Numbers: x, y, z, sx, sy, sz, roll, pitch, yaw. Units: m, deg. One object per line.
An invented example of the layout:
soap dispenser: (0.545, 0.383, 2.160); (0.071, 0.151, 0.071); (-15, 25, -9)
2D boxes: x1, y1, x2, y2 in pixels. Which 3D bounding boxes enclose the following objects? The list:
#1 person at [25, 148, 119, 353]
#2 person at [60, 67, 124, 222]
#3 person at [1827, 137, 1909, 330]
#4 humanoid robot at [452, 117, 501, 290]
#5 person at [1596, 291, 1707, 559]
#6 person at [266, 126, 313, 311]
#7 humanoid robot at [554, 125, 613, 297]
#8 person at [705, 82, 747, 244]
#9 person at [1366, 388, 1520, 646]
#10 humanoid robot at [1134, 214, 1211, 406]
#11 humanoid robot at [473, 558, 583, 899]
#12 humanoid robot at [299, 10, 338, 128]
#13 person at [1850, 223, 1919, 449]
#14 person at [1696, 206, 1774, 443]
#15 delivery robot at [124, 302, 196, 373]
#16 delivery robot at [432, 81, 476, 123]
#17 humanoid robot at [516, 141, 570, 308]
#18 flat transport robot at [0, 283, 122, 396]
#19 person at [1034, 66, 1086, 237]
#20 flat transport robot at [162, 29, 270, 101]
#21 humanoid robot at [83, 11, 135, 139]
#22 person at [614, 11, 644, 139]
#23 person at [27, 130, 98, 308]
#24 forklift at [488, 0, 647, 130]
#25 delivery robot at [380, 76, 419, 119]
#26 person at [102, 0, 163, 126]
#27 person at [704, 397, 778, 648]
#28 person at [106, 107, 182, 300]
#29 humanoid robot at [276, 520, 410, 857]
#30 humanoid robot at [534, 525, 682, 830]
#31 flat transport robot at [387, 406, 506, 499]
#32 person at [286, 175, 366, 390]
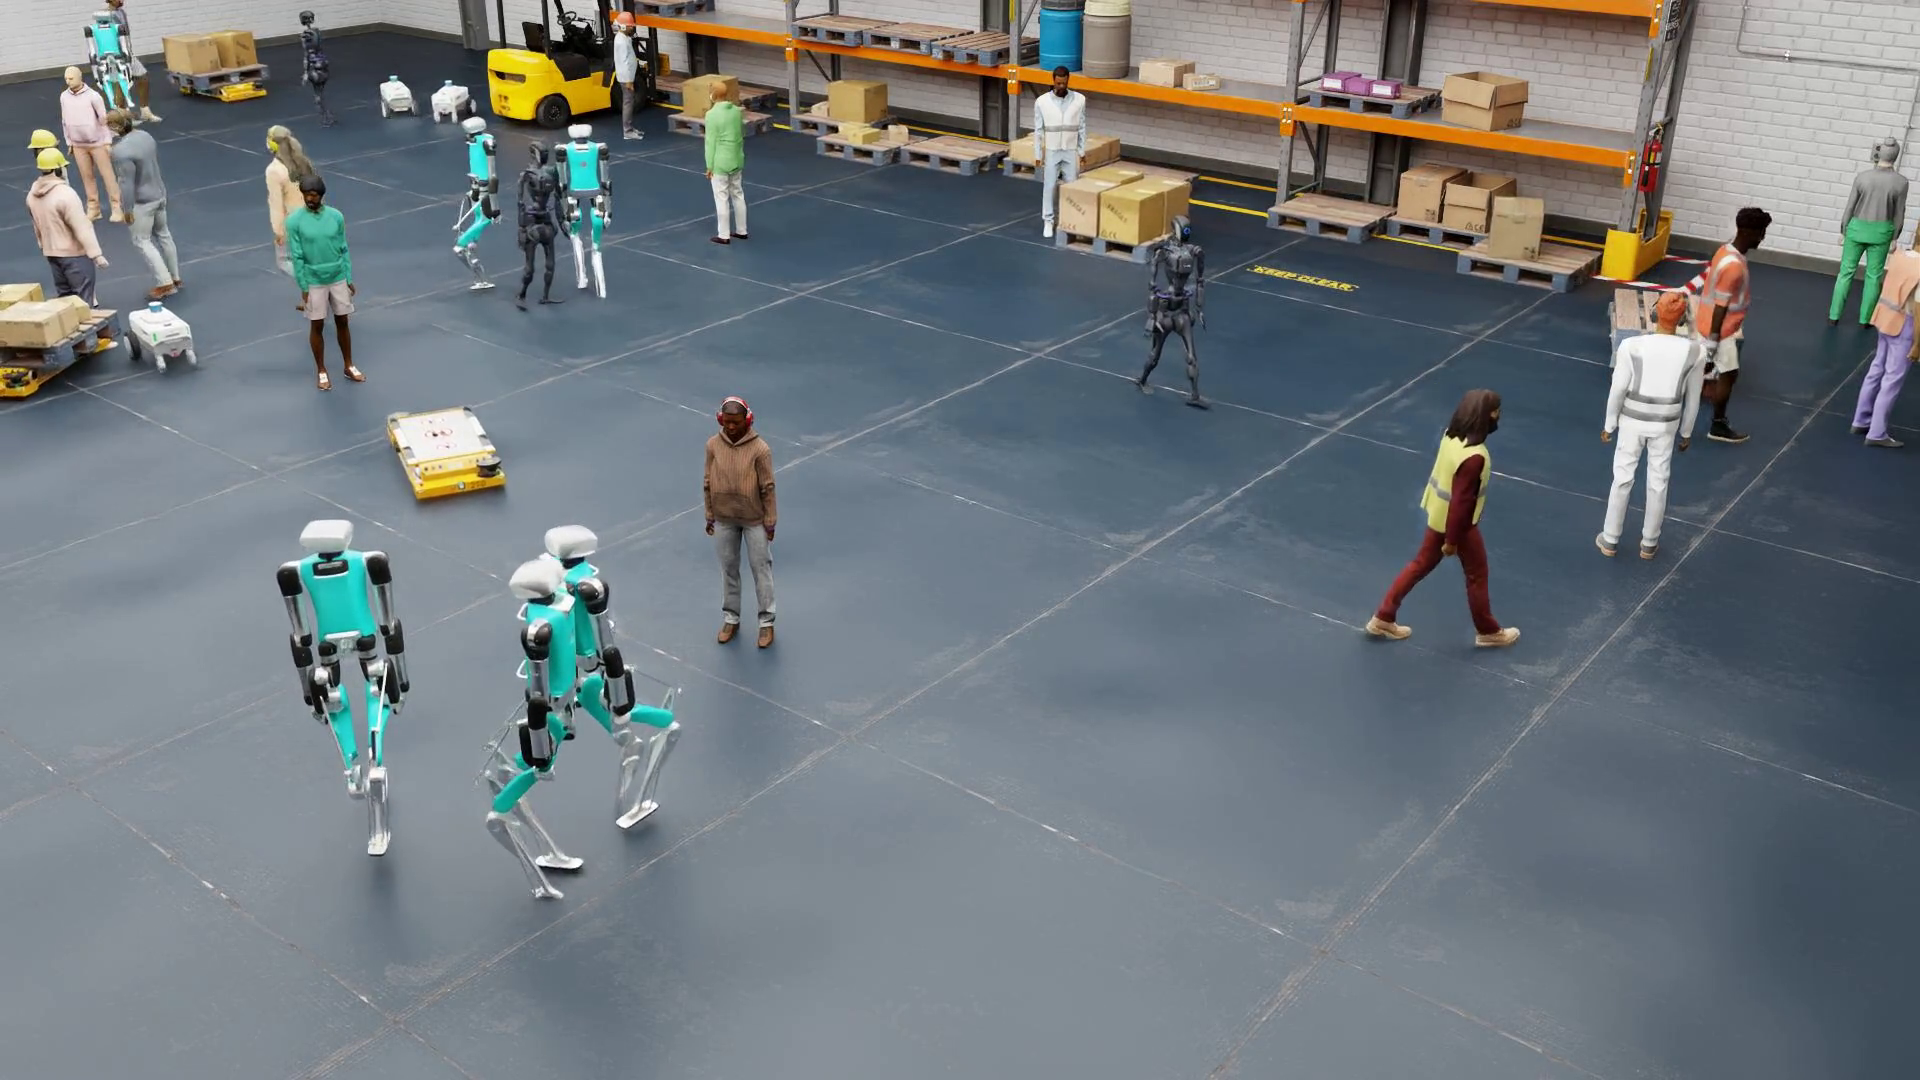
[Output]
person: (-8.164, -2.636, 15.202); (0.792, 1.860, 0.432); (14, 29, 27)
person: (-10.120, -4.601, 19.356); (0.535, 1.782, 0.397); (0, 26, 0)
person: (8.648, -2.918, 15.804); (0.525, 1.842, 0.325); (15, 29, 28)
humanoid robot: (-4.959, -3.286, 16.774); (0.734, 1.857, 0.565); (-19, 32, -35)
person: (4.680, -0.769, 11.307); (0.583, 1.882, 0.337); (6, 26, 12)
person: (-6.421, -3.072, 16.098); (0.473, 1.864, 0.576); (12, 28, 24)
humanoid robot: (-3.787, -3.326, 16.816); (0.532, 1.821, 0.762); (-7, 27, -14)
person: (-2.612, -4.198, 18.541); (0.390, 1.778, 0.534); (18, 31, 32)
person: (3.022, -0.121, 10.161); (0.947, 1.725, 0.484); (-1, 26, -2)
humanoid robot: (1.807, -1.934, 14.017); (0.588, 1.619, 0.817); (-13, 29, -25)
humanoid robot: (-2.115, 0.906, 7.969); (0.665, 1.769, 0.530); (1, 26, 3)
humanoid robot: (-9.322, -6.805, 24.057); (0.324, 1.653, 0.602); (3, 26, 5)
person: (7.423, -1.635, 13.155); (0.379, 1.836, 0.564); (0, 26, 1)
person: (5.969, -1.728, 13.243); (0.857, 1.929, 0.656); (9, 27, 18)
delivery robot: (-7.265, -1.865, 15.120); (0.499, 0.608, 0.801); (-21, 33, -36)
delivery robot: (-7.575, -6.532, 24.791); (0.499, 0.613, 0.803); (2, 26, 4)
humanoid robot: (-4.183, -3.113, 16.407); (0.428, 1.645, 0.594); (17, 30, 31)
flat transport robot: (-8.324, -1.618, 14.922); (0.659, 0.231, 1.431); (2, 26, 4)
person: (1.123, -4.383, 18.769); (0.595, 1.908, 0.408); (-5, 26, -10)
flat transport robot: (-11.764, -7.201, 26.484); (1.431, 0.231, 0.659); (18, 31, 33)
humanoid robot: (-11.773, -6.418, 23.204); (0.534, 1.789, 0.803); (-15, 29, -28)
person: (-4.668, -6.544, 23.428); (0.351, 1.742, 0.572); (-5, 26, -11)
person: (-8.819, -3.146, 16.360); (0.307, 1.772, 0.524); (-13, 28, -24)
forklift: (-5.874, -7.334, 24.552); (1.214, 2.155, 2.313); (19, 32, 34)
delivery robot: (-8.488, -6.665, 25.066); (0.499, 0.612, 0.801); (-12, 28, -24)
person: (-12.040, -7.001, 24.054); (0.716, 2.017, 0.620); (3, 26, 7)
person: (-1.339, -0.123, 10.242); (0.462, 1.648, 0.327); (5, 26, 11)
person: (-8.157, -3.413, 16.760); (0.451, 1.918, 0.788); (2, 26, 5)
humanoid robot: (-3.015, 0.814, 8.241); (0.549, 1.744, 1.044); (-6, 26, -12)
humanoid robot: (-1.697, 0.723, 8.447); (0.714, 1.852, 0.547); (-23, 34, -39)
flat transport robot: (-4.051, -0.709, 13.039); (0.659, 0.231, 1.431); (-12, 28, -23)
person: (-5.500, -2.241, 14.400); (0.494, 1.847, 0.403); (-18, 31, -32)
